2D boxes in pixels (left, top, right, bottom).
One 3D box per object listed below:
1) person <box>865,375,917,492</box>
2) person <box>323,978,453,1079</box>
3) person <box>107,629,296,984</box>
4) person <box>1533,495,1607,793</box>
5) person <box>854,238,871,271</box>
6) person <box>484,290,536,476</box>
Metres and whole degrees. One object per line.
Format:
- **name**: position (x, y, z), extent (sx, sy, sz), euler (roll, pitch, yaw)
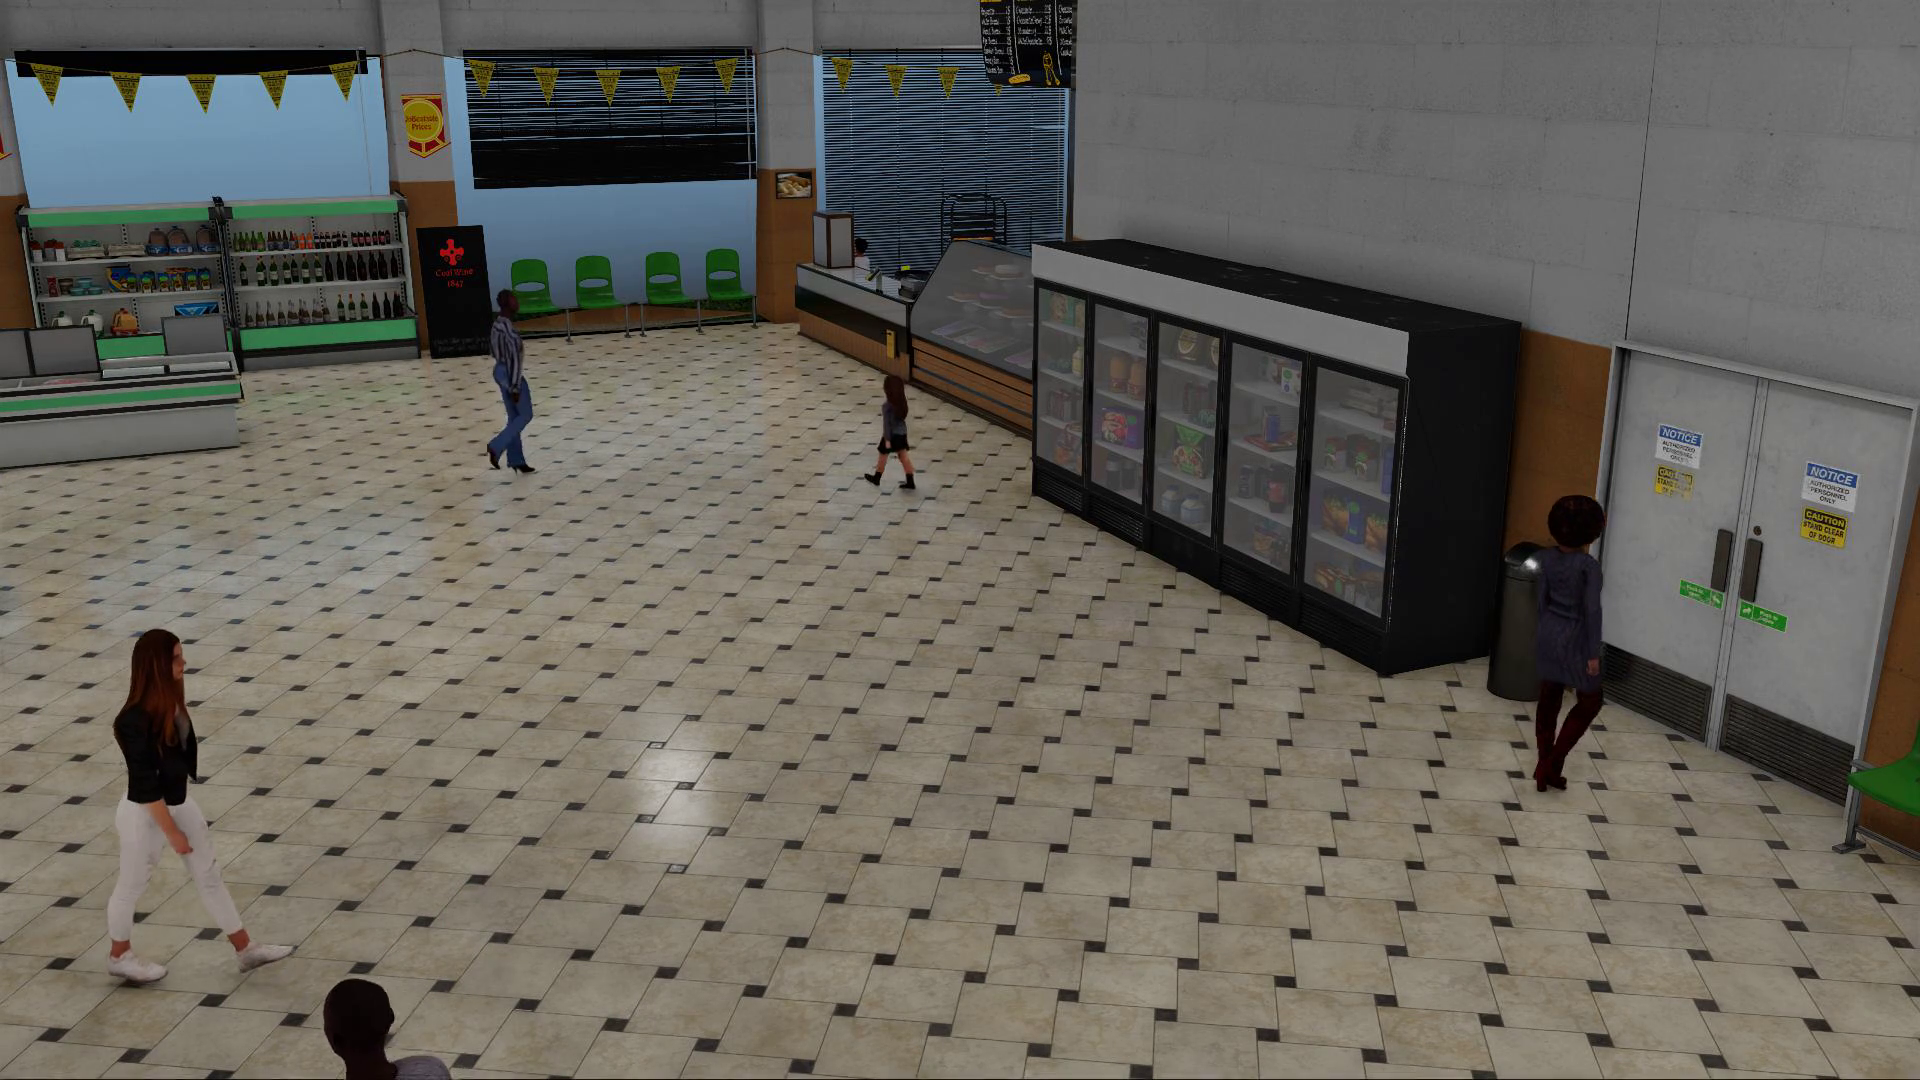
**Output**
- **person**: position (-0.559, -0.962, 15.333), extent (0.755, 1.077, 0.780), euler (12, 21, 35)
- **person**: position (-1.470, 1.983, 4.451), extent (0.912, 1.765, 0.919), euler (13, 21, 36)
- **person**: position (-3.562, 1.197, 7.227), extent (1.139, 1.656, 0.925), euler (1, 17, 4)
- **person**: position (3.266, 0.604, 9.102), extent (0.613, 1.700, 0.627), euler (-9, 19, -27)
- **person**: position (-1.442, -3.773, 24.275), extent (0.616, 1.259, 0.514), euler (15, 23, 41)
- **person**: position (-4.347, -1.463, 15.770), extent (0.827, 1.781, 0.724), euler (-12, 21, -34)
